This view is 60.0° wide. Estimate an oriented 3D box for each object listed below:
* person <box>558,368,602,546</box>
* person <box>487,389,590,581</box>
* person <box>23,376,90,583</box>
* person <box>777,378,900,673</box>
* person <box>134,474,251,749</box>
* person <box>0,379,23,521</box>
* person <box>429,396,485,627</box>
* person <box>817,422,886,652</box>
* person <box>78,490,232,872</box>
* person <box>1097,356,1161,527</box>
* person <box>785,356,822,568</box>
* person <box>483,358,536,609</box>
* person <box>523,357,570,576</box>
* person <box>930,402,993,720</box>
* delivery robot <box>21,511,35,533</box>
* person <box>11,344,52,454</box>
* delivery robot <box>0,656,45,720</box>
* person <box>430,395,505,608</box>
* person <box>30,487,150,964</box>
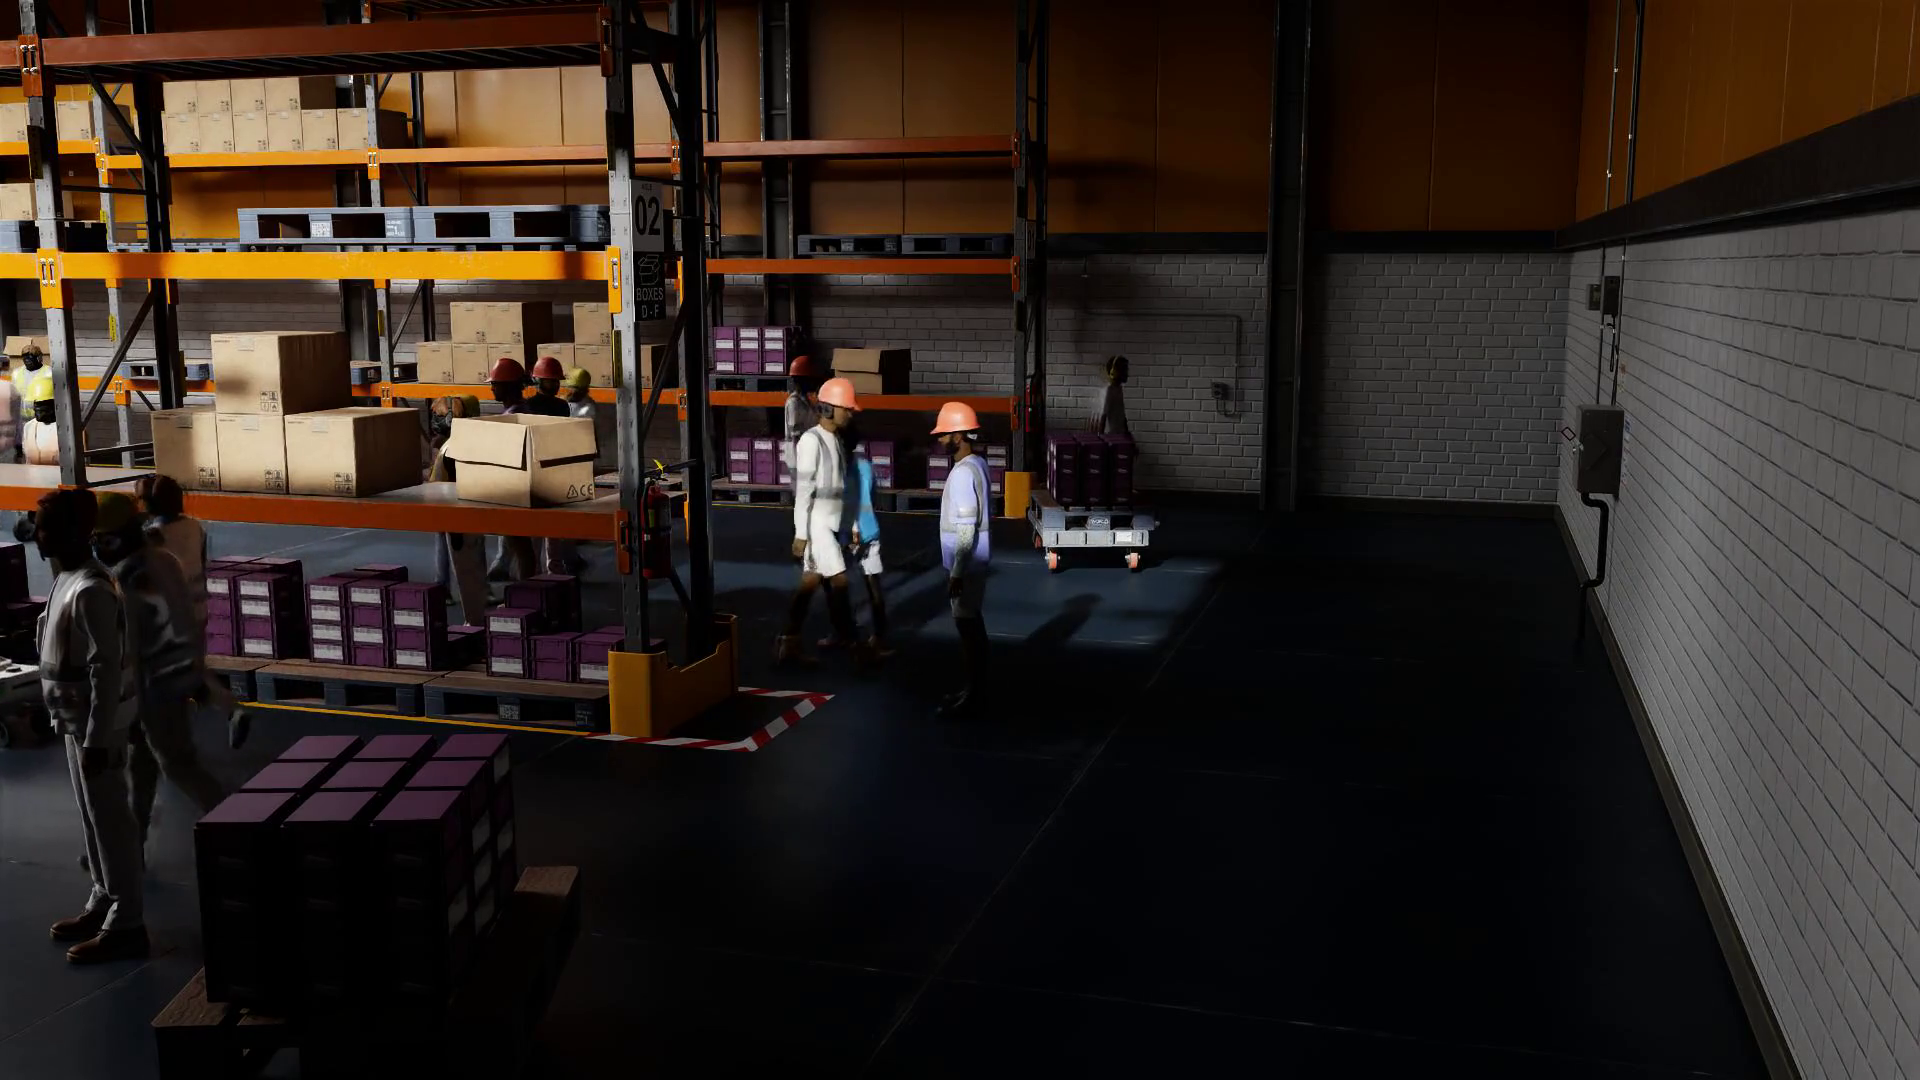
[{"bbox_3d":[-3.766,-0.801,16.262,0.662,1.774,0.411,6,11,34],"label":"person"},{"bbox_3d":[-3.715,-0.544,14.375,0.975,1.895,0.640,-1,9,-7],"label":"person"},{"bbox_3d":[-6.962,-0.309,12.826,0.589,1.919,0.399,3,10,19],"label":"person"},{"bbox_3d":[-0.810,-0.090,11.257,1.000,1.991,0.631,2,10,13],"label":"person"},{"bbox_3d":[-4.266,0.439,9.148,0.518,1.621,0.530,3,10,18],"label":"person"},{"bbox_3d":[-10.051,-0.998,17.279,0.505,1.832,0.645,6,11,33],"label":"person"},{"bbox_3d":[-3.601,-0.121,11.957,0.430,1.835,0.622,-2,10,-14],"label":"person"},{"bbox_3d":[-0.810,-0.018,11.771,0.640,1.666,0.587,7,11,35],"label":"person"},{"bbox_3d":[-3.532,0.645,7.446,0.889,1.782,0.615,-1,9,-5],"label":"person"},{"bbox_3d":[1.618,-1.017,17.445,0.973,1.822,0.538,3,10,16],"label":"person"},{"bbox_3d":[-1.424,-0.715,15.232,0.354,1.939,0.545,0,9,0],"label":"person"},{"bbox_3d":[-3.474,-0.388,12.921,0.374,2.044,0.607,-2,9,-11],"label":"person"},{"bbox_3d":[-3.471,-0.551,14.066,0.398,1.990,0.623,5,10,26],"label":"person"},{"bbox_3d":[0.004,0.126,10.116,0.377,1.932,0.552,2,9,10],"label":"person"},{"bbox_3d":[-9.070,-0.318,16.735,0.477,0.478,0.707,2,10,13],"label":"delivery robot"},{"bbox_3d":[-10.938,-1.396,19.724,0.623,1.837,0.428,1,9,5],"label":"person"},{"bbox_3d":[-5.695,0.839,9.685,0.707,0.478,0.477,3,10,20],"label":"delivery robot"},{"bbox_3d":[-3.968,-0.292,13.287,0.558,1.712,0.857,-9,13,-44],"label":"person"},{"bbox_3d":[-3.473,0.726,6.621,0.356,1.883,0.574,-7,12,-37],"label":"person"}]
